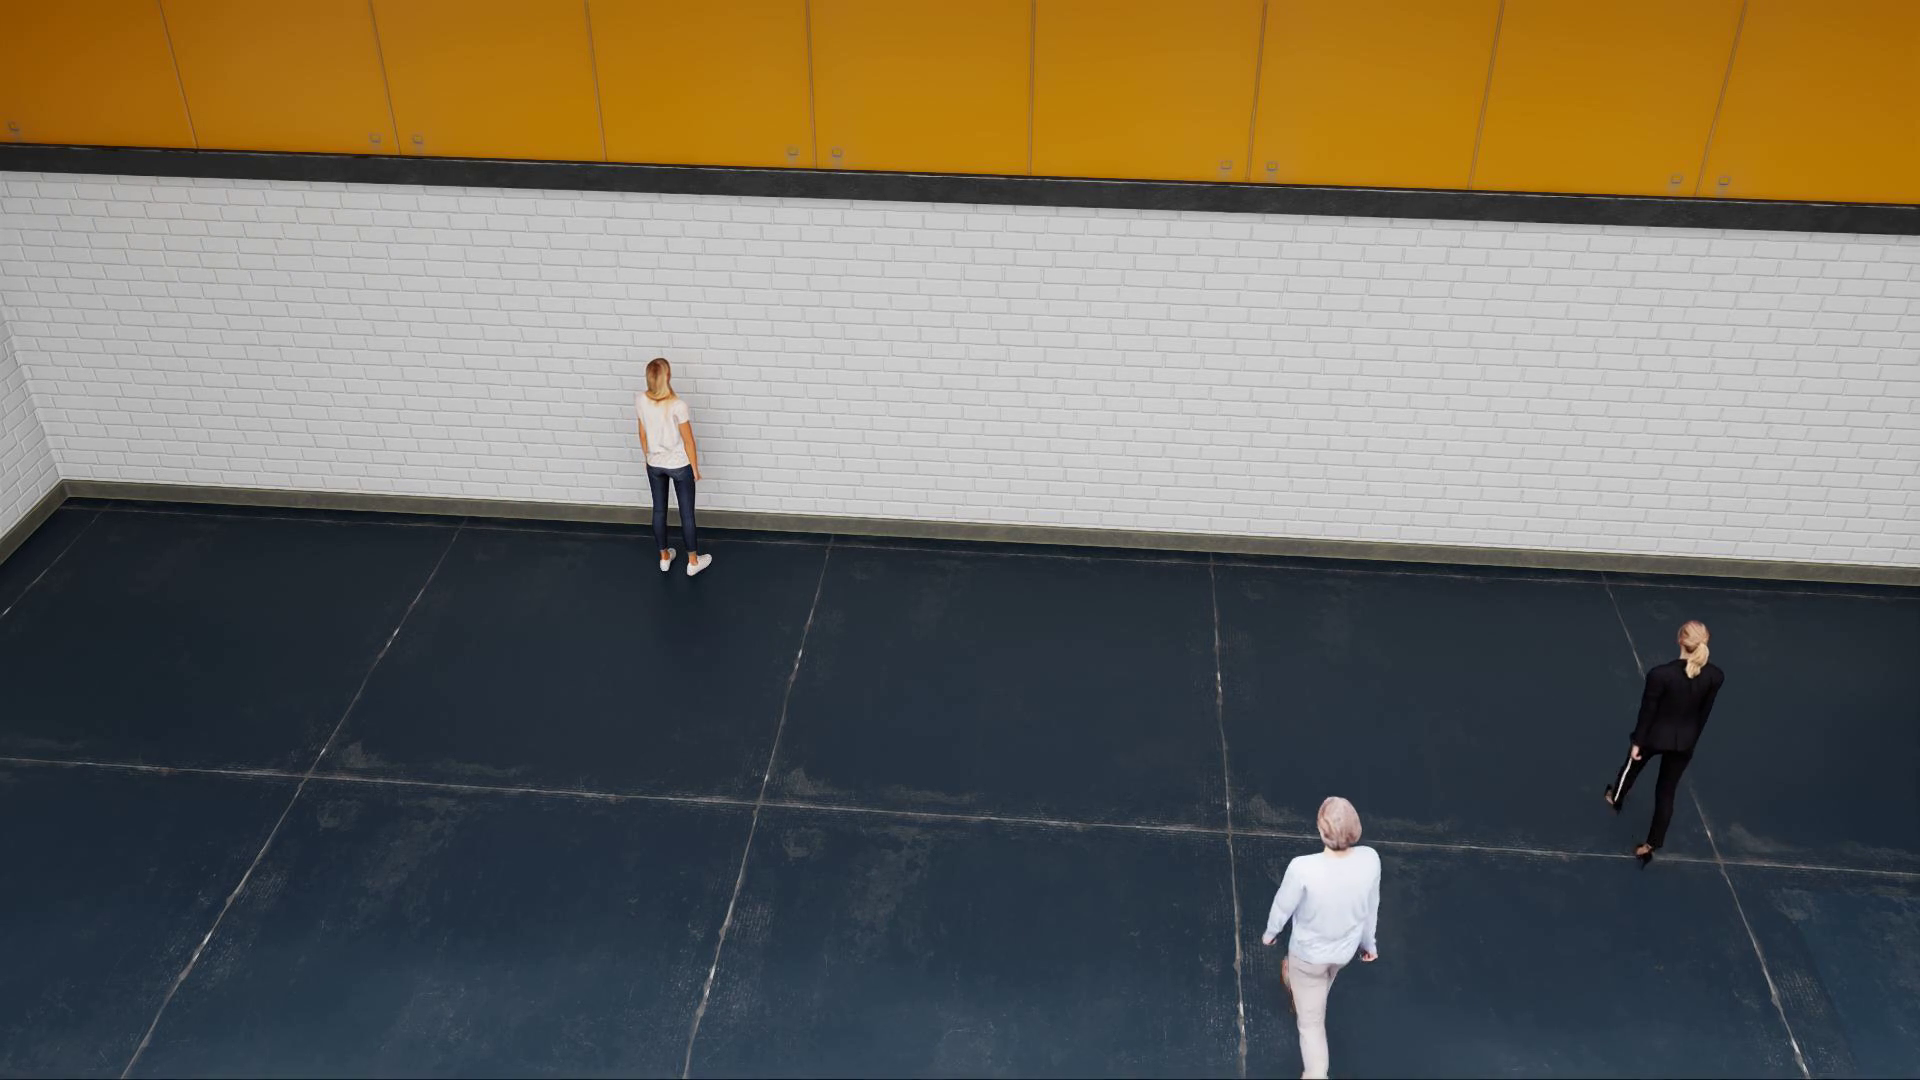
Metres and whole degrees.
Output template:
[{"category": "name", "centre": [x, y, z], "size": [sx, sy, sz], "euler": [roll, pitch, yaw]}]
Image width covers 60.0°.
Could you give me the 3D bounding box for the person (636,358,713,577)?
[{"category": "person", "centre": [-2.168, -0.543, 12.411], "size": [0.629, 1.809, 0.565], "euler": [9, 35, 14]}]

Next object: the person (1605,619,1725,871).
[{"category": "person", "centre": [4.191, 1.254, 9.824], "size": [0.627, 1.681, 0.891], "euler": [3, 34, 5]}]

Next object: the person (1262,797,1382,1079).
[{"category": "person", "centre": [1.852, 2.136, 8.356], "size": [0.951, 1.837, 1.318], "euler": [-7, 34, -10]}]
